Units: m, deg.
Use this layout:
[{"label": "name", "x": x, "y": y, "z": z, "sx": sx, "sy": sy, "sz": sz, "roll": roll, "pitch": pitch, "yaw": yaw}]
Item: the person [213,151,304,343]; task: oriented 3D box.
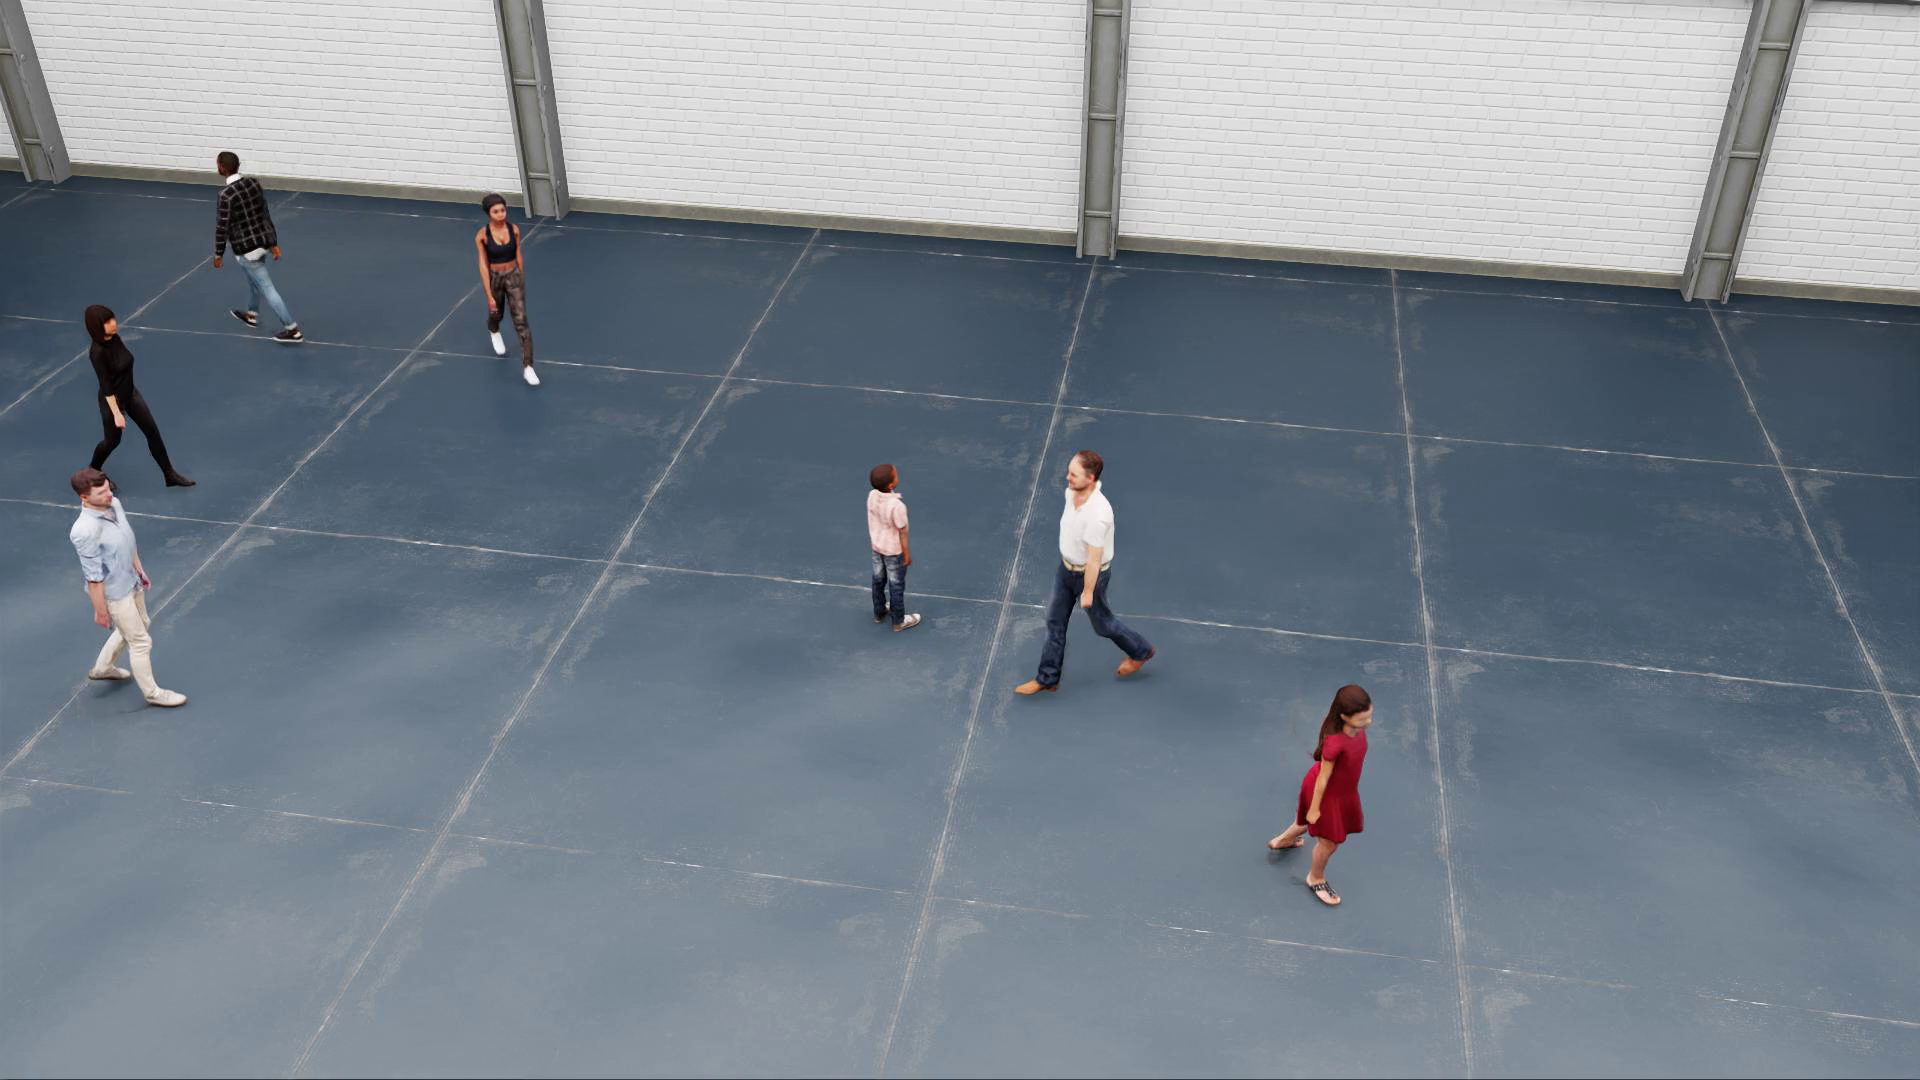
[{"label": "person", "x": -6.338, "y": -2.608, "z": 15.083, "sx": 1.146, "sy": 1.780, "sz": 0.795, "roll": 10, "pitch": 35, "yaw": 15}]

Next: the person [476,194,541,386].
[{"label": "person", "x": -4.057, "y": -2.257, "z": 14.665, "sx": 1.167, "sy": 1.658, "sz": 1.140, "roll": -17, "pitch": 37, "yaw": -24}]

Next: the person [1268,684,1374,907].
[{"label": "person", "x": 2.042, "y": 1.375, "z": 9.318, "sx": 0.902, "sy": 1.527, "sz": 0.797, "roll": 16, "pitch": 37, "yaw": 23}]

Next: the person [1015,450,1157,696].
[{"label": "person", "x": 0.908, "y": 0.226, "z": 10.787, "sx": 1.328, "sy": 1.817, "sz": 1.088, "roll": -12, "pitch": 35, "yaw": -17}]

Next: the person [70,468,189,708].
[{"label": "person", "x": -5.458, "y": 0.308, "z": 10.657, "sx": 0.956, "sy": 1.823, "sz": 0.782, "roll": -4, "pitch": 34, "yaw": -6}]

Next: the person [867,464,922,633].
[{"label": "person", "x": -0.503, "y": 0.038, "z": 11.530, "sx": 0.564, "sy": 1.306, "sz": 0.648, "roll": 27, "pitch": 42, "yaw": 35}]

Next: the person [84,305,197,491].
[{"label": "person", "x": -6.615, "y": -1.067, "z": 12.924, "sx": 1.077, "sy": 1.604, "sz": 0.654, "roll": 3, "pitch": 34, "yaw": 5}]
